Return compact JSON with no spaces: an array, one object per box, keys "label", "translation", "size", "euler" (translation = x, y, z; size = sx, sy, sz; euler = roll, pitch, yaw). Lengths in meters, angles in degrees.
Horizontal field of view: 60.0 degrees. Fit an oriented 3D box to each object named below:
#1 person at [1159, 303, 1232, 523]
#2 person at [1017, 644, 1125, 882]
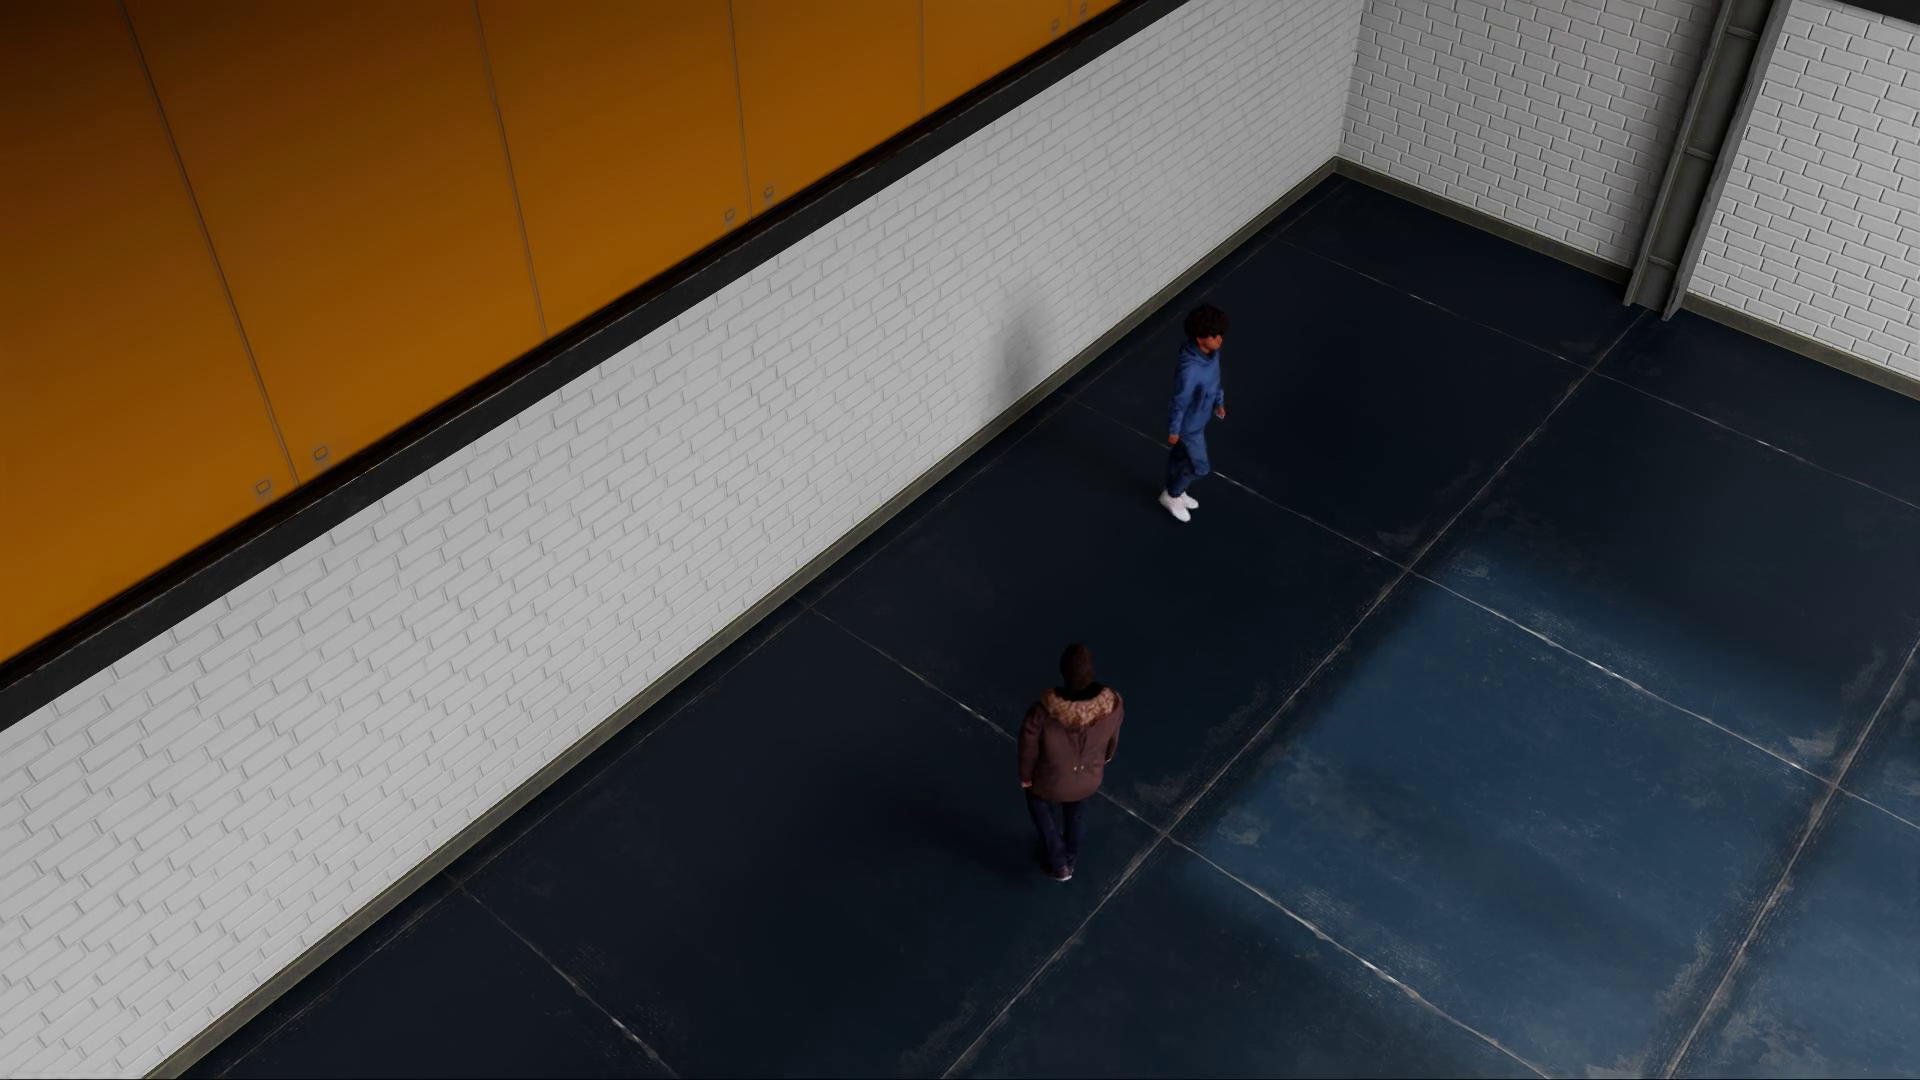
[{"label":"person","translation":[1.540,-0.913,11.675],"size":[0.721,1.792,0.759],"euler":[17,46,17]},{"label":"person","translation":[0.617,1.333,9.289],"size":[0.909,1.833,0.942],"euler":[-11,45,-11]}]
